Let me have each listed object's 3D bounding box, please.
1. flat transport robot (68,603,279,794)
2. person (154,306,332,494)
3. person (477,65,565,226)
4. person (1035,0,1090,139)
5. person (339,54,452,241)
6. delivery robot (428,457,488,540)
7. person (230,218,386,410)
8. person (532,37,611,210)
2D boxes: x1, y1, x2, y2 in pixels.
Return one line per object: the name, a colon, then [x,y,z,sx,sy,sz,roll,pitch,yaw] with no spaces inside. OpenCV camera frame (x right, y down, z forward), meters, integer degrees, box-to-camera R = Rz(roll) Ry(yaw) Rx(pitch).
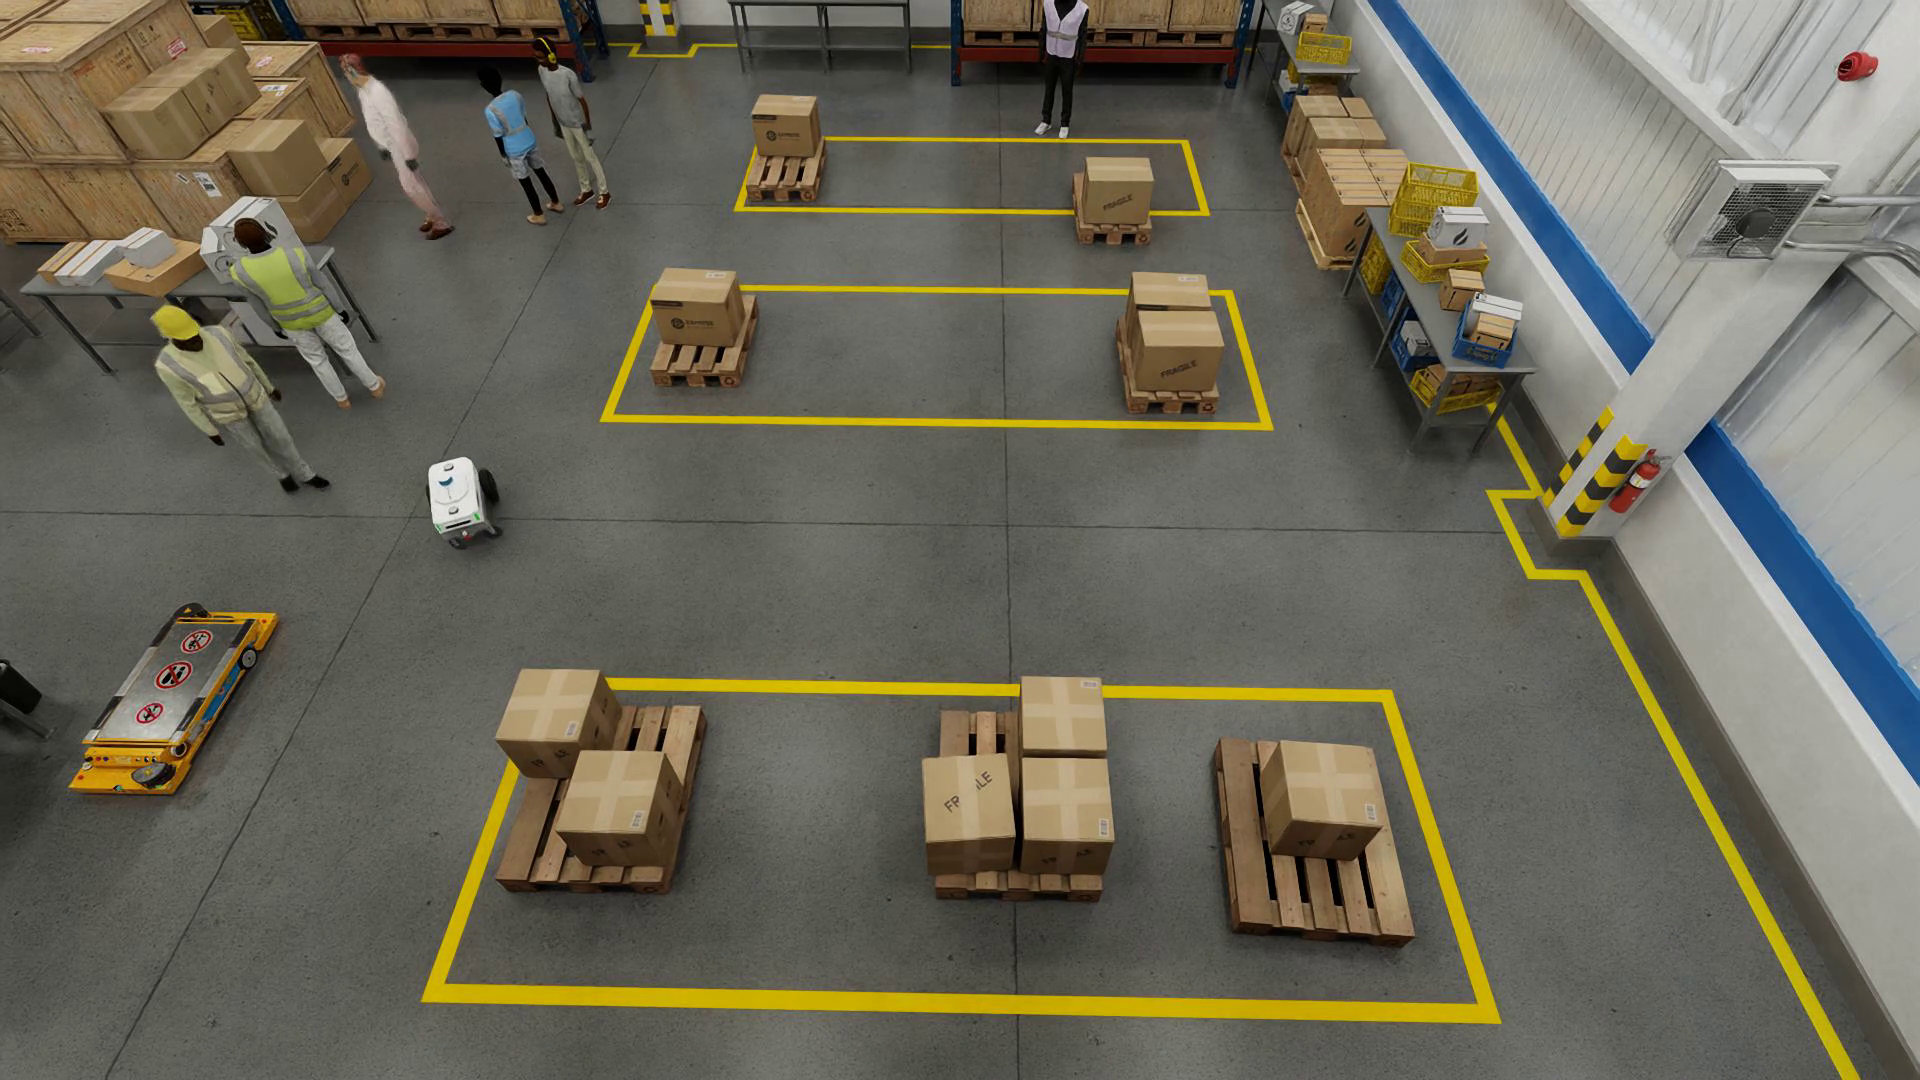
flat transport robot: [-5.504,1.072,6.442,0.652,0.197,1.431,1,50,1]
person: [-5.686,-1.050,7.235,0.499,1.815,0.628,24,54,19]
person: [-4.857,-4.321,10.086,0.322,1.693,0.533,18,52,15]
person: [1.254,-5.992,11.348,0.599,1.917,0.376,19,52,15]
person: [-6.052,-4.214,9.872,0.412,1.887,0.680,-30,56,-23]
delivery robot: [-4.064,-0.343,7.395,0.477,0.478,0.707,-18,52,-15]
person: [-5.683,-1.947,7.974,0.621,1.845,0.428,-24,54,-19]
person: [-4.330,-4.619,10.222,0.520,1.864,0.333,17,52,14]
